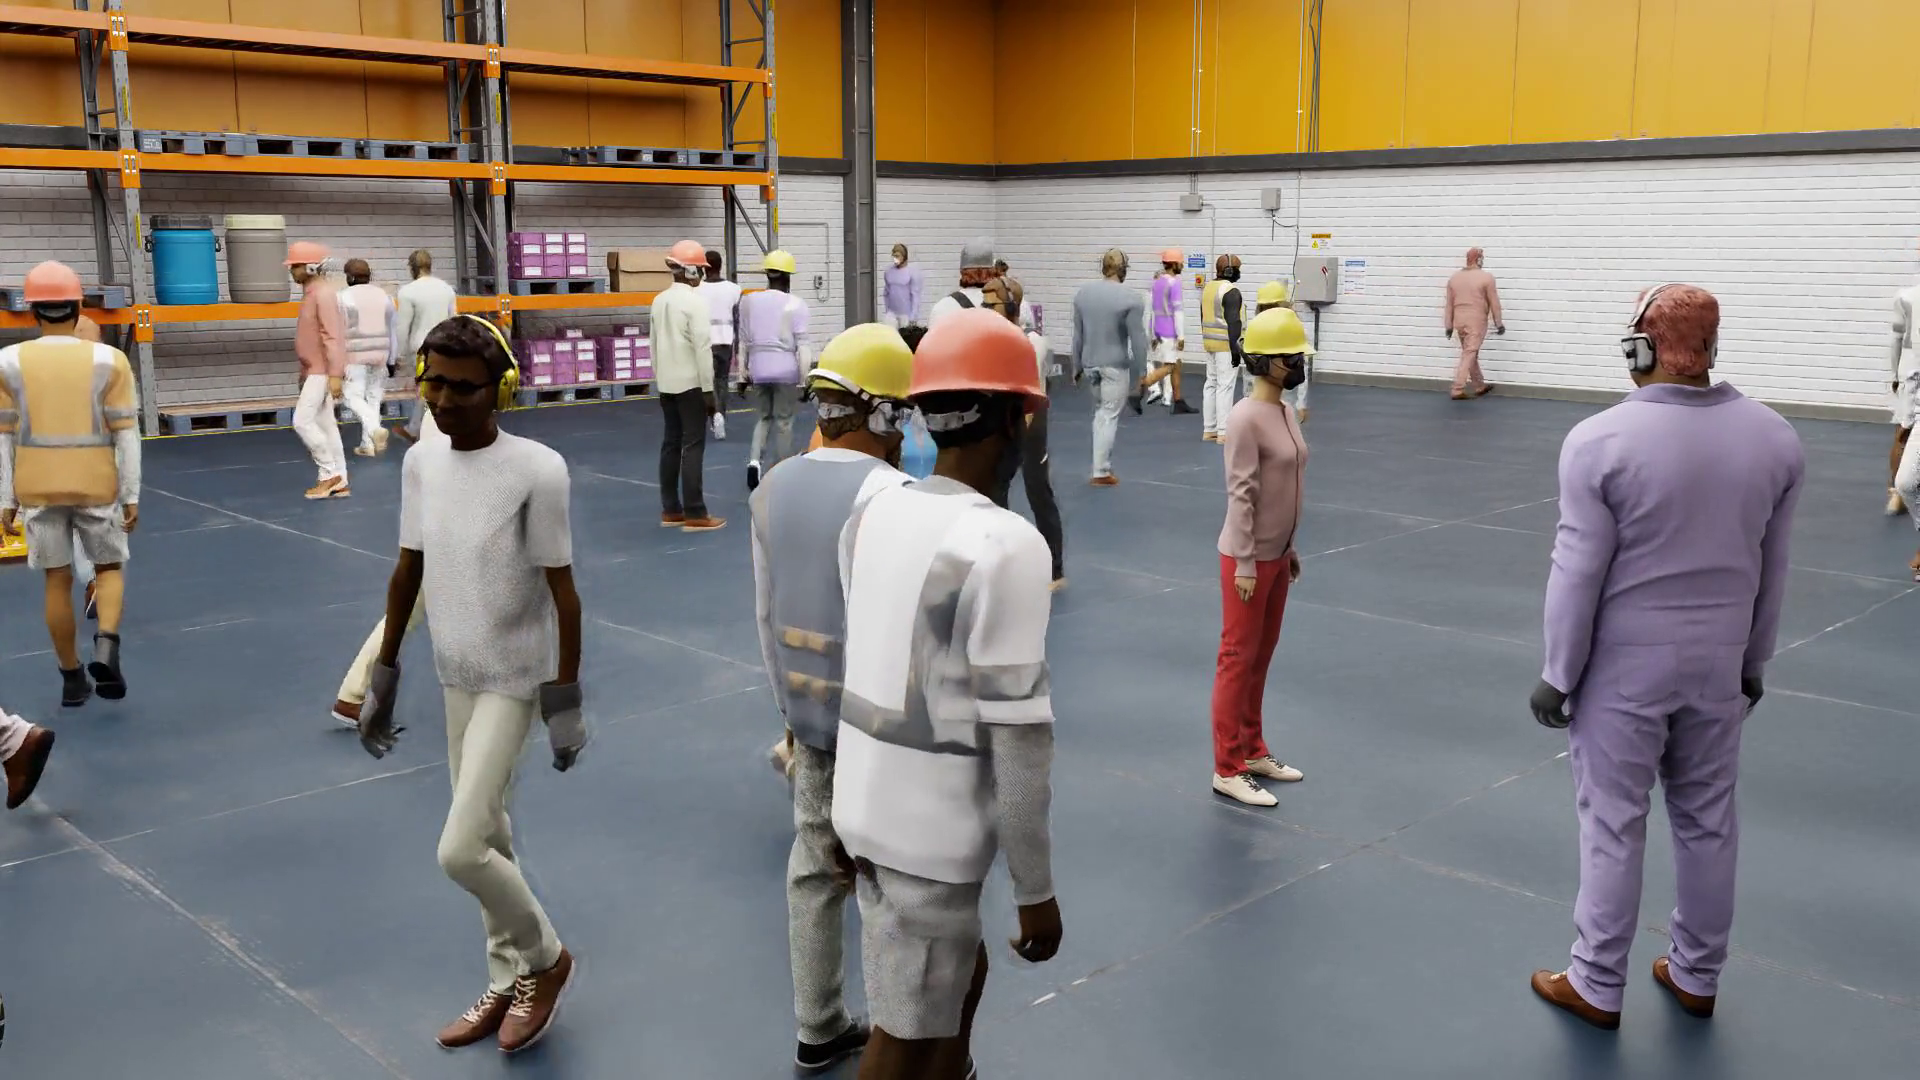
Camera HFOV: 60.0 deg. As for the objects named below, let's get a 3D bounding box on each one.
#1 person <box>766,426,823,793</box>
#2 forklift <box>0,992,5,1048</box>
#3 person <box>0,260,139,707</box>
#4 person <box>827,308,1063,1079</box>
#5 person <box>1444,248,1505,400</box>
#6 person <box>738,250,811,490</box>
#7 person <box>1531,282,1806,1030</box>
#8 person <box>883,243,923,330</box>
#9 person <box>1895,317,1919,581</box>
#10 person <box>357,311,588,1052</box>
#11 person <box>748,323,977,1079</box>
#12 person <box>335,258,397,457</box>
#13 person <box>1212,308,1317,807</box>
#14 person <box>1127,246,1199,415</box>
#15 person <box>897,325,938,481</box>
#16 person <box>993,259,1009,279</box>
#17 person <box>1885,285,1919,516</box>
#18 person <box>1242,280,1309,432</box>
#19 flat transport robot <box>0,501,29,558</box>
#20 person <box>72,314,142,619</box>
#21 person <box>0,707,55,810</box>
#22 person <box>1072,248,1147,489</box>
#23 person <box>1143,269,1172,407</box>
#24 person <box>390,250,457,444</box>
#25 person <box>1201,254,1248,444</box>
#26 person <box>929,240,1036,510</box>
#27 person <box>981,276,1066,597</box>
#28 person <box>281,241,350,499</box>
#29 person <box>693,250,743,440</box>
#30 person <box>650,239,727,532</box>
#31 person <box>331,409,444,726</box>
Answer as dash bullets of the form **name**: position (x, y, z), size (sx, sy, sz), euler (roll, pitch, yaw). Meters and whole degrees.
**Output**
- **person**: position (-0.432, 0.131, 5.789), size (0.468, 1.679, 0.541), euler (-4, 11, -21)
- **forklift**: position (-3.245, 0.323, 3.363), size (2.313, 2.155, 1.214), euler (2, 11, 13)
- **person**: position (-3.772, -0.212, 7.046), size (0.551, 1.924, 0.534), euler (-5, 11, -23)
- **person**: position (-0.068, 0.534, 3.056), size (0.672, 1.889, 0.575), euler (-6, 12, -30)
- **person**: position (6.410, -2.672, 20.623), size (0.855, 1.871, 0.658), euler (-7, 12, -33)
- **person**: position (-1.440, -1.282, 12.880), size (0.623, 1.909, 0.470), euler (4, 11, 19)
- **person**: position (1.766, 0.305, 4.253), size (0.638, 1.907, 0.408), euler (-2, 11, -10)
- **person**: position (-0.830, -2.957, 22.030), size (0.641, 1.903, 0.813), euler (7, 13, 34)
- **person**: position (5.731, -0.669, 9.650), size (0.414, 1.870, 0.612), euler (-6, 12, -31)
- **person**: position (-1.185, 0.370, 4.059), size (0.556, 1.846, 0.434), euler (8, 13, 36)
- **person**: position (-0.215, 0.413, 3.884), size (0.586, 1.824, 0.403), euler (10, 14, 42)
- **person**: position (-5.361, -1.630, 15.039), size (0.729, 1.822, 0.639), euler (9, 14, 40)
- **person**: position (1.103, 0.055, 5.992), size (0.315, 1.770, 0.524), euler (6, 12, 29)
- **person**: position (2.283, -2.340, 18.677), size (0.879, 1.913, 0.547), euler (-3, 11, -15)
- **person**: position (-0.325, -0.024, 6.699), size (0.470, 1.666, 0.728), euler (8, 13, 39)
- **person**: position (0.155, -1.399, 13.719), size (0.585, 1.838, 0.519), euler (-4, 11, -20)
- **person**: position (7.111, -1.187, 12.132), size (1.012, 1.998, 0.630), euler (-10, 14, -42)
- **person**: position (2.237, -0.982, 11.784), size (0.487, 1.716, 0.798), euler (4, 11, 21)
- **flat transport robot**: position (-6.170, -0.100, 10.916), size (0.652, 0.197, 1.431), euler (-10, 15, -44)
- **person**: position (-4.484, -0.352, 8.616), size (0.504, 1.621, 0.431), euler (-9, 13, -39)
- **person**: position (-3.498, 0.101, 5.438), size (0.738, 1.886, 0.656), euler (-5, 11, -24)
- **person**: position (1.233, -1.377, 13.389), size (0.657, 1.913, 0.658), euler (8, 13, 39)
- **person**: position (2.380, -2.390, 19.699), size (0.550, 1.622, 0.395), euler (-4, 11, -21)
- **person**: position (-5.095, -1.799, 15.799), size (1.045, 1.888, 0.647), euler (6, 12, 28)
- **person**: position (2.588, -1.862, 16.241), size (0.429, 1.842, 0.634), euler (-3, 11, -18)
- **person**: position (0.148, -0.989, 10.939), size (0.696, 2.000, 1.003), euler (0, 10, 0)
- **person**: position (0.235, -0.528, 9.096), size (0.971, 1.790, 0.532), euler (-9, 14, -41)
- **person**: position (-4.947, -1.281, 12.701), size (0.511, 1.976, 0.657), euler (-6, 12, -31)
- **person**: position (-2.459, -1.960, 16.687), size (0.596, 1.886, 0.903), euler (-3, 11, -16)
- **person**: position (-1.872, -1.058, 11.446), size (0.402, 1.990, 0.622), euler (-10, 14, -42)
- **person**: position (-2.204, -0.016, 6.919), size (0.920, 1.569, 0.511), euler (-5, 11, -24)
